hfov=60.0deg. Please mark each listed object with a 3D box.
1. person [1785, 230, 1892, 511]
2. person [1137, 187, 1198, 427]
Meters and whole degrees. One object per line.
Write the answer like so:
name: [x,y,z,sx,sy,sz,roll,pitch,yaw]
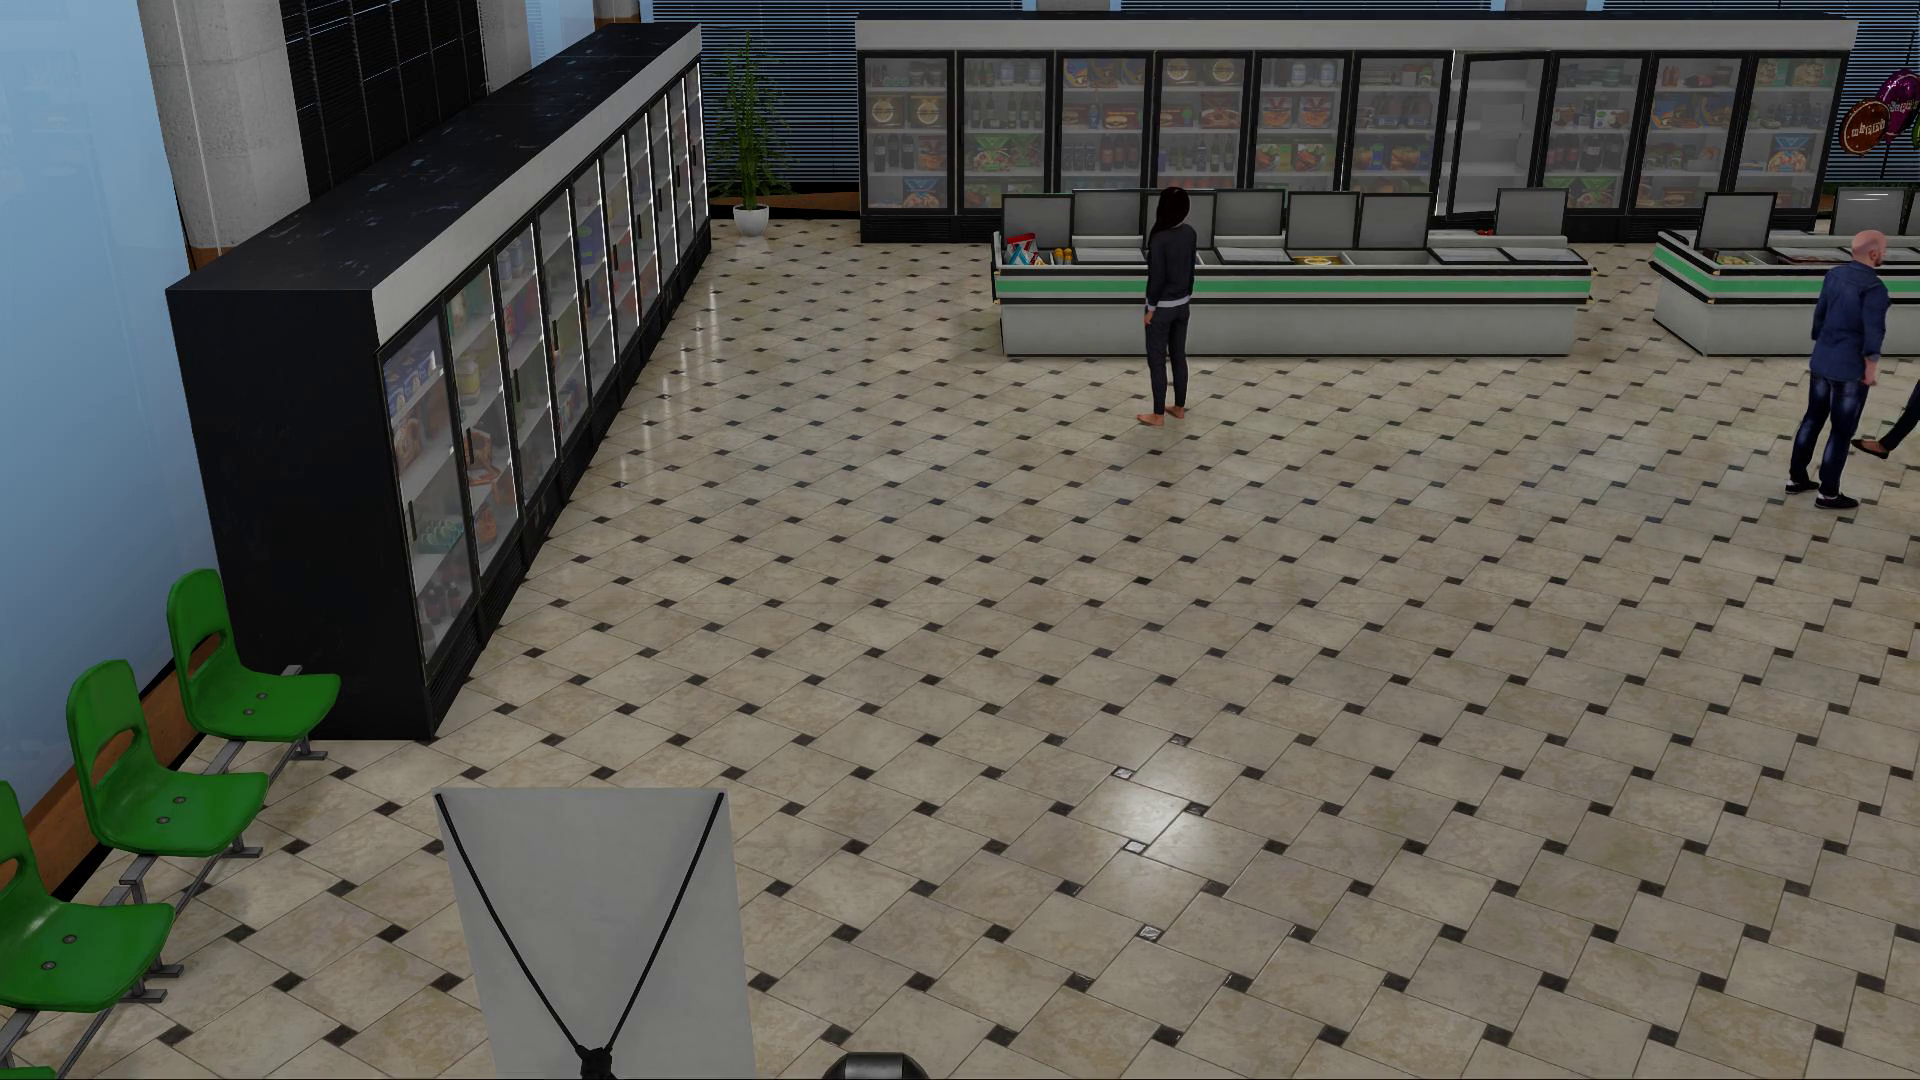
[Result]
person: [5.744,-1.114,10.833,0.682,1.825,0.767,-6,24,-13]
person: [1.549,-1.735,12.325,0.670,1.768,0.747,-19,30,-37]
